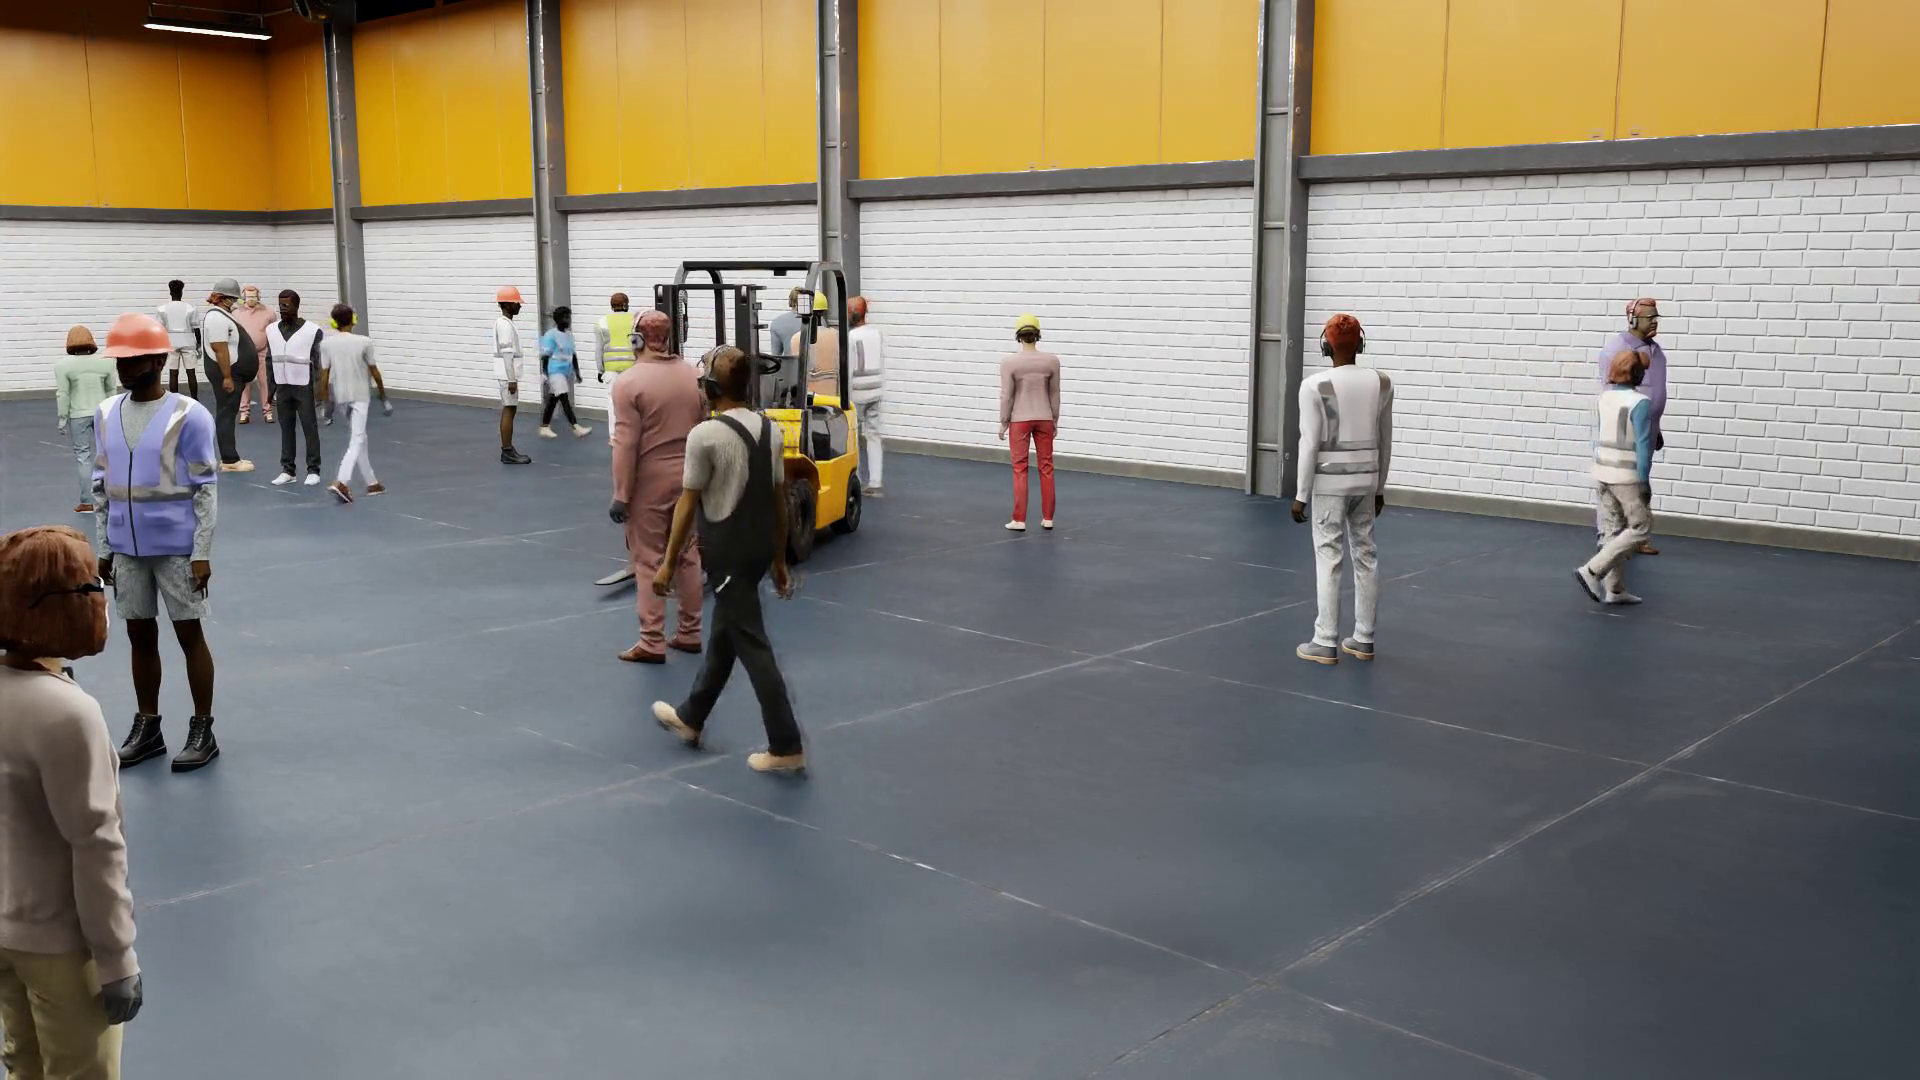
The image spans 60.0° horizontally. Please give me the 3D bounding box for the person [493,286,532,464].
[{"bbox_3d":[-4.887,-1.794,18.127,0.356,1.937,0.552,-3,10,-18],"label":"person"}]

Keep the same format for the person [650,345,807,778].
[{"bbox_3d":[-1.011,0.080,7.057,0.960,1.792,0.539,6,11,32],"label":"person"}]

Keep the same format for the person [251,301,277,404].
[{"bbox_3d":[-10.903,-2.950,25.929,0.851,1.704,0.500,-1,9,-4],"label":"person"}]

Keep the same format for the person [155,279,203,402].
[{"bbox_3d":[-11.556,-2.872,24.648,0.611,1.965,0.362,-4,10,-21],"label":"person"}]

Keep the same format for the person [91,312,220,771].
[{"bbox_3d":[-3.409,0.014,7.034,0.545,1.940,0.352,1,9,8],"label":"person"}]

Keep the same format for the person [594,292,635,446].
[{"bbox_3d":[-4.056,-2.043,19.963,0.624,1.841,0.430,-2,9,-10],"label":"person"}]

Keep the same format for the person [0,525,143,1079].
[{"bbox_3d":[-1.762,0.780,3.274,0.507,1.631,0.278,7,12,38],"label":"person"}]

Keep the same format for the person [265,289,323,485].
[{"bbox_3d":[-6.538,-1.498,16.373,0.589,1.920,0.392,1,9,6],"label":"person"}]

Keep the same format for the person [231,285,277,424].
[{"bbox_3d":[-9.671,-2.537,22.799,0.643,1.902,0.400,-4,10,-22],"label":"person"}]

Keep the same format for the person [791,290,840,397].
[{"bbox_3d":[-1.282,-1.255,14.841,0.354,1.930,0.594,9,13,42],"label":"person"}]

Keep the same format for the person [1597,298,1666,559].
[{"bbox_3d":[4.971,-0.820,12.244,0.636,1.911,0.406,-6,11,-34],"label":"person"}]

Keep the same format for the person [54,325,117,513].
[{"bbox_3d":[-7.592,-1.049,14.486,0.289,1.633,0.501,9,13,43],"label":"person"}]

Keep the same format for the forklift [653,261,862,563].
[{"bbox_3d":[-1.552,-1.040,12.721,1.214,2.155,2.313,2,9,11],"label":"forklift"}]

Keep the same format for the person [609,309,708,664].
[{"bbox_3d":[-1.646,-0.289,9.004,0.403,1.904,0.651,7,12,37],"label":"person"}]

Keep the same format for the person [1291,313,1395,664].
[{"bbox_3d":[2.053,-0.270,8.949,0.573,1.884,0.359,-3,10,-19],"label":"person"}]

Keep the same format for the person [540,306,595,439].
[{"bbox_3d":[-4.907,-2.069,20.647,0.860,1.647,0.546,3,10,18],"label":"person"}]

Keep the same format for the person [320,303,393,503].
[{"bbox_3d":[-5.604,-1.269,15.285,0.546,1.819,0.967,2,9,10],"label":"person"}]

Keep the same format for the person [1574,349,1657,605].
[{"bbox_3d":[4.092,-0.376,10.349,0.462,1.623,0.538,-1,9,-9],"label":"person"}]

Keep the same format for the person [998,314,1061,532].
[{"bbox_3d":[0.560,-0.946,13.475,0.522,1.761,0.327,-3,10,-18],"label":"person"}]

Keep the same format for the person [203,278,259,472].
[{"bbox_3d":[-7.665,-1.747,17.523,0.536,2.000,0.672,-4,10,-23],"label":"person"}]

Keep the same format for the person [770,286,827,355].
[{"bbox_3d":[-1.704,-1.733,17.771,0.627,1.933,0.371,1,9,6],"label":"person"}]

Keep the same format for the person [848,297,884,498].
[{"bbox_3d":[-0.920,-1.321,15.465,0.577,1.859,0.671,7,12,38],"label":"person"}]
